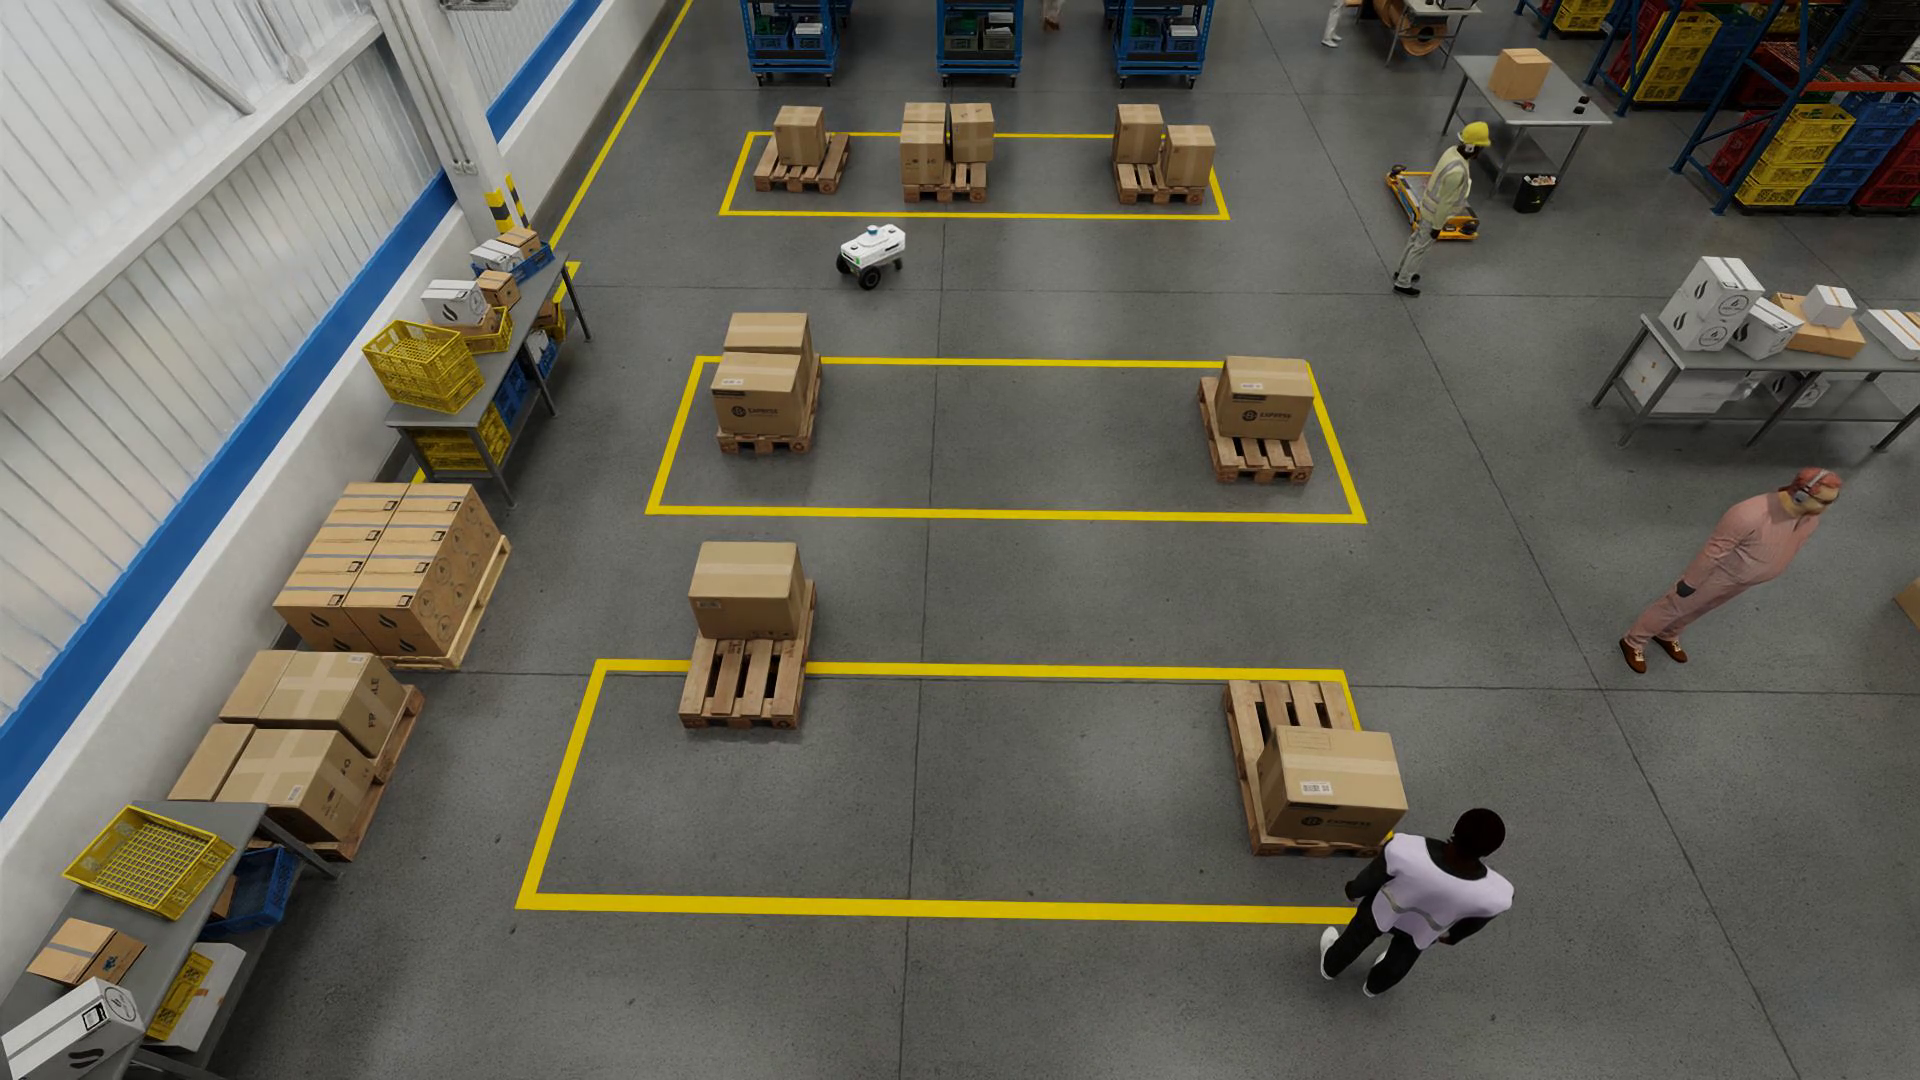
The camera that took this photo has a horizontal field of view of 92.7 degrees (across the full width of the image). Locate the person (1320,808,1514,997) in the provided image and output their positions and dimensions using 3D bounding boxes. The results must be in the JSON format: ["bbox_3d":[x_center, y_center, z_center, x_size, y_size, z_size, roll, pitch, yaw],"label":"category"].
[{"bbox_3d":[2.325,1.931,4.766,0.591,1.912,0.379,22,53,18],"label":"person"}]

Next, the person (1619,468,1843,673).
[{"bbox_3d":[5.236,0.230,6.241,0.653,1.907,0.408,-11,50,-9],"label":"person"}]

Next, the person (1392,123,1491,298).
[{"bbox_3d":[4.925,-3.379,9.423,0.403,1.824,0.597,14,50,11],"label":"person"}]

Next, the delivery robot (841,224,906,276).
[{"bbox_3d":[-0.938,-3.204,10.042,0.707,0.478,0.477,-33,57,-25],"label":"delivery robot"}]

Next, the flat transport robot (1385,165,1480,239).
[{"bbox_3d":[5.692,-4.094,11.059,0.652,0.197,1.431,1,49,1],"label":"flat transport robot"}]

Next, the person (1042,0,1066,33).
[{"bbox_3d":[1.522,-8.903,14.100,0.448,1.969,0.644,-16,51,-13],"label":"person"}]

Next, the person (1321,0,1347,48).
[{"bbox_3d":[5.866,-8.409,13.895,0.310,1.636,0.523,23,53,19],"label":"person"}]
